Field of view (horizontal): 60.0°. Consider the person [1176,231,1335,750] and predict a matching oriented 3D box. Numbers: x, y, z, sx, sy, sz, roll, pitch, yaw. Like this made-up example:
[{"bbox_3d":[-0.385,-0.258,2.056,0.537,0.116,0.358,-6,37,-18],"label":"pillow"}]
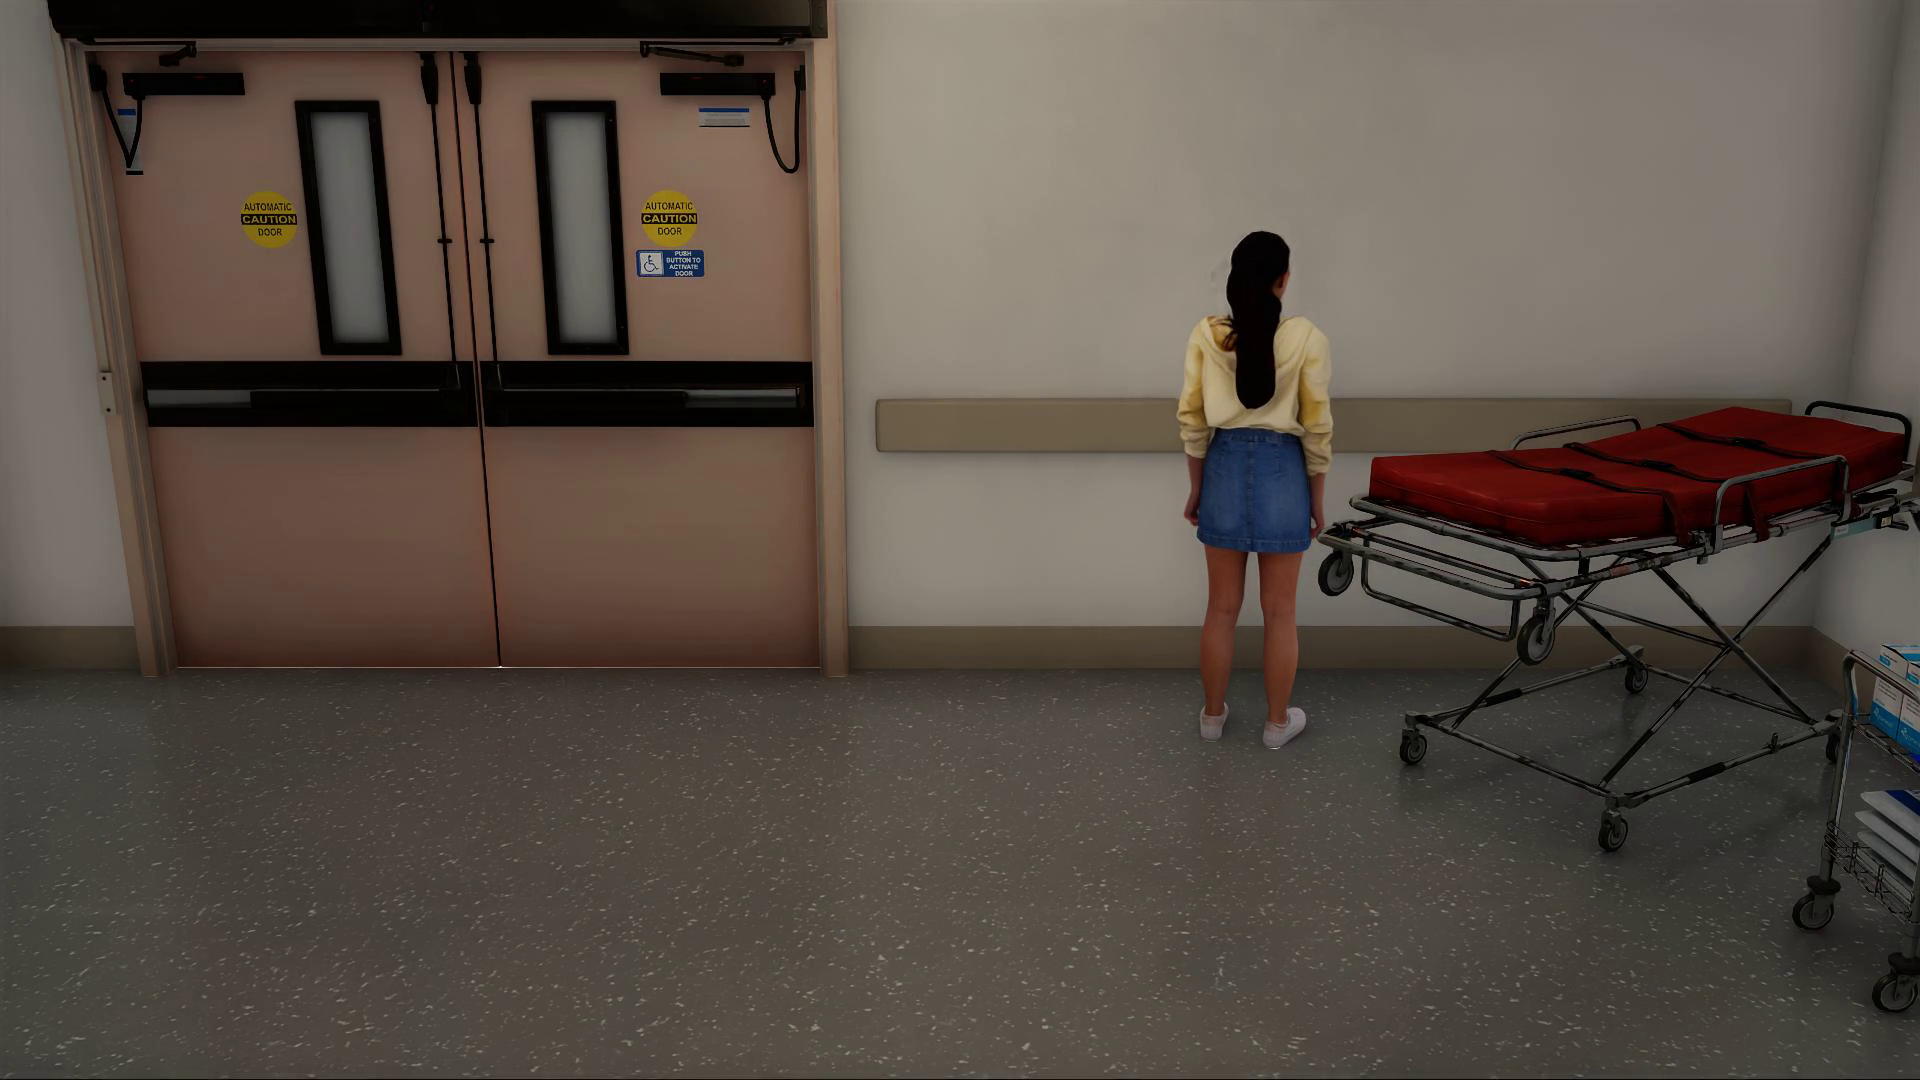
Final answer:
[{"bbox_3d":[0.925,-0.150,5.242,0.712,1.631,0.683,6,17,20],"label":"person"}]
